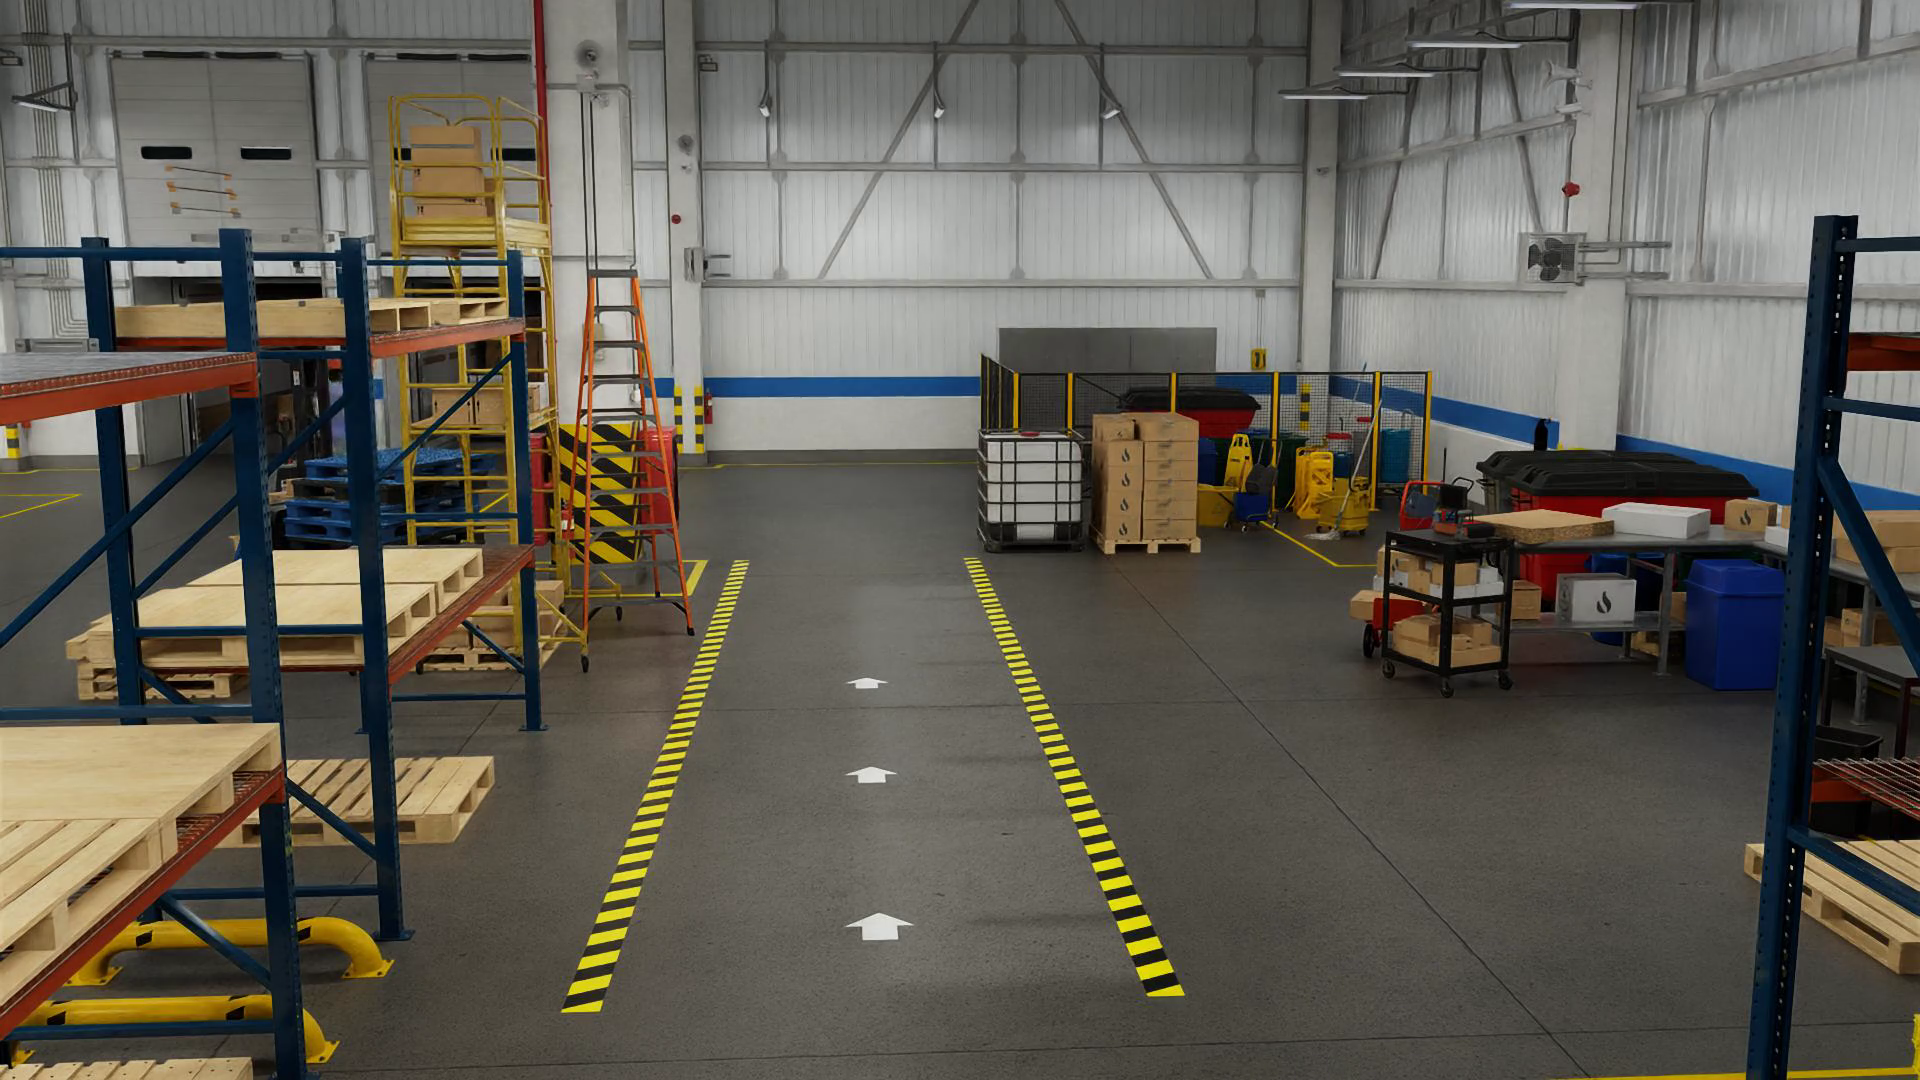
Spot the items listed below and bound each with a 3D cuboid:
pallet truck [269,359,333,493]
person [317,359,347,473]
[{"bbox_3d":[-7.062,-1.131,18.996,1.885,1.965,0.823,2,9,13],"label":"pallet truck"},{"bbox_3d":[-7.656,-1.332,20.591,0.967,1.899,0.557,4,10,22],"label":"person"}]
